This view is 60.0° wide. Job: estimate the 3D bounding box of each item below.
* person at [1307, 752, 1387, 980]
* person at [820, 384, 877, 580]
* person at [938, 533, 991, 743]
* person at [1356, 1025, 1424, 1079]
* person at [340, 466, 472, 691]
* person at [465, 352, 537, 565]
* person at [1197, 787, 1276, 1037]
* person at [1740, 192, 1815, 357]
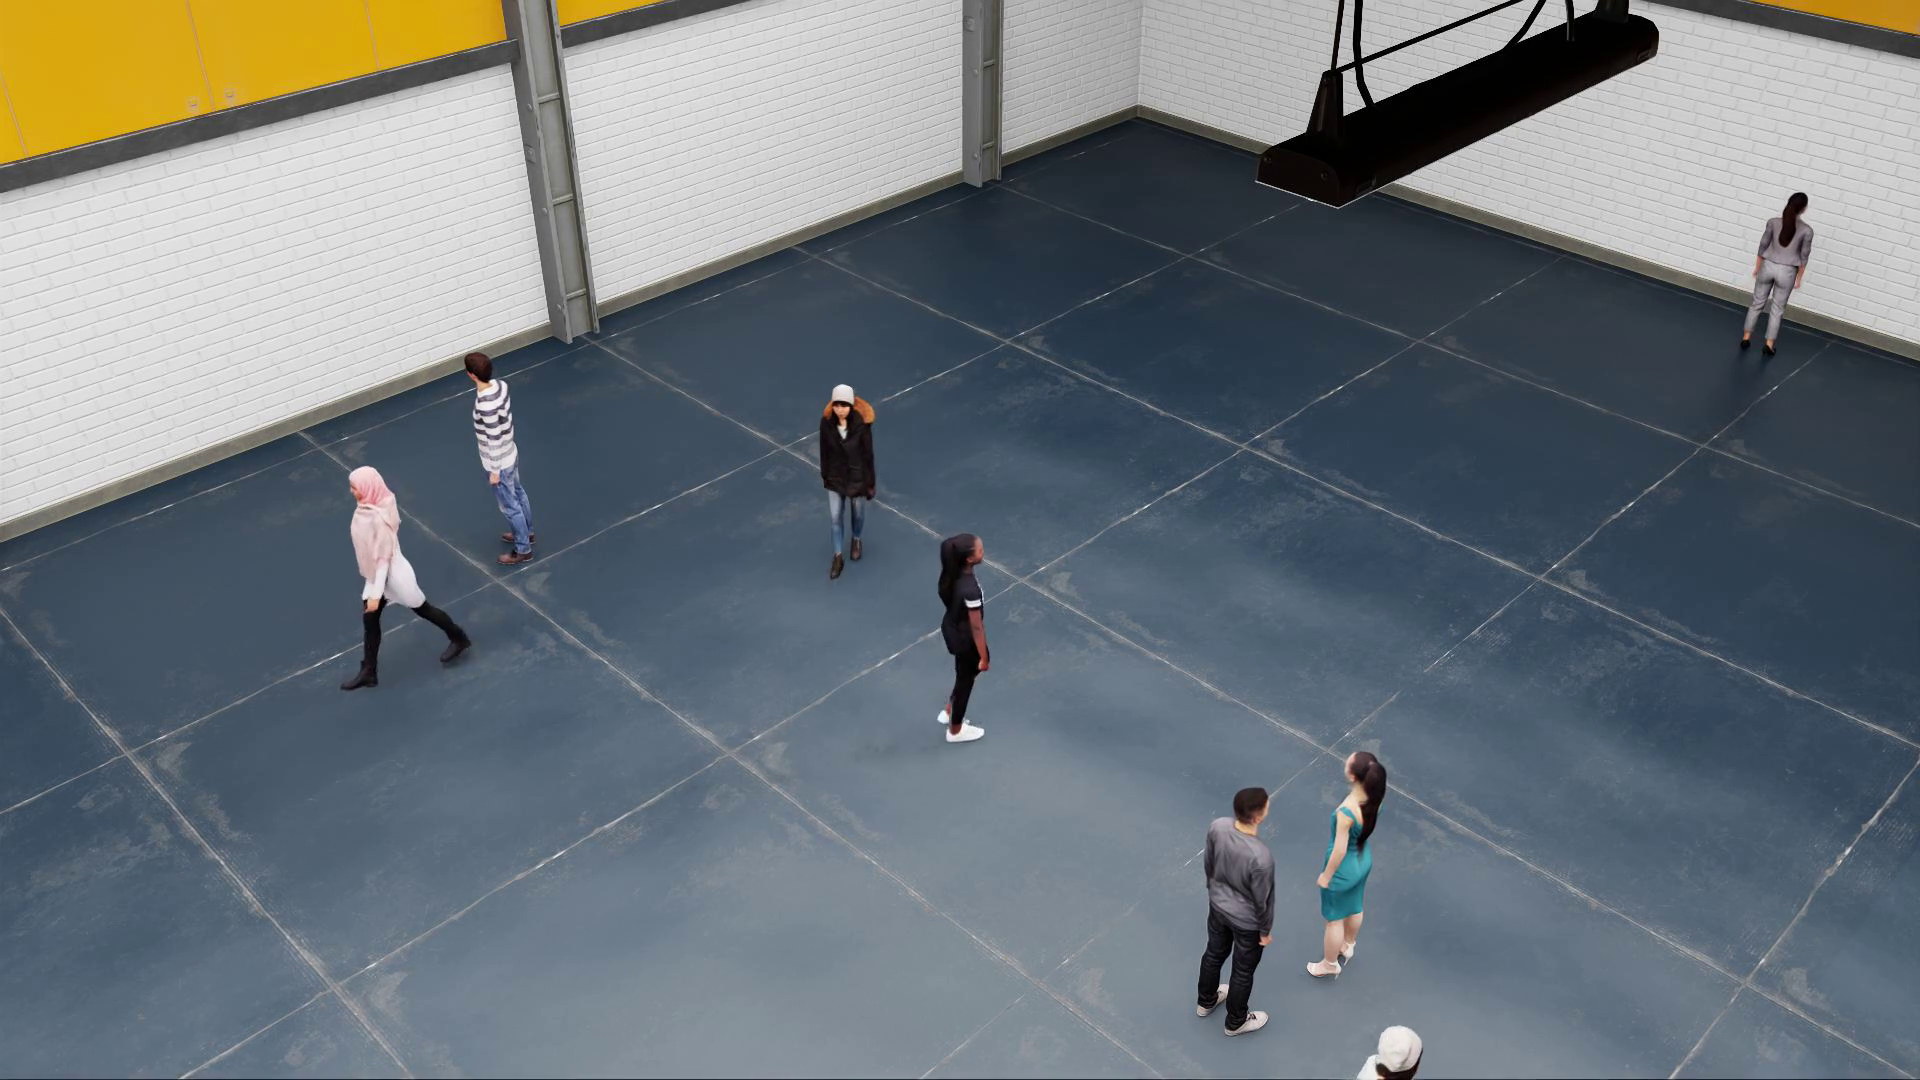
[{"bbox_3d":[2.240,1.880,9.608,0.607,1.691,0.405,29,43,36],"label":"person"},{"bbox_3d":[-0.879,-0.552,13.333,0.873,1.618,0.939,1,34,1],"label":"person"},{"bbox_3d":[-0.050,0.695,11.363,0.775,1.720,0.748,-11,35,-16],"label":"person"},{"bbox_3d":[1.885,2.995,8.017,1.173,1.595,1.057,0,34,0],"label":"person"},{"bbox_3d":[-3.993,0.258,11.997,1.246,1.748,0.736,-24,40,-31],"label":"person"},{"bbox_3d":[-3.669,-0.669,13.299,0.754,1.850,0.712,-2,34,-3],"label":"person"},{"bbox_3d":[1.550,2.060,9.274,0.547,1.761,0.632,-25,41,-33],"label":"person"},{"bbox_3d":[8.047,-2.617,16.385,0.633,1.677,0.587,25,41,33],"label":"person"}]
